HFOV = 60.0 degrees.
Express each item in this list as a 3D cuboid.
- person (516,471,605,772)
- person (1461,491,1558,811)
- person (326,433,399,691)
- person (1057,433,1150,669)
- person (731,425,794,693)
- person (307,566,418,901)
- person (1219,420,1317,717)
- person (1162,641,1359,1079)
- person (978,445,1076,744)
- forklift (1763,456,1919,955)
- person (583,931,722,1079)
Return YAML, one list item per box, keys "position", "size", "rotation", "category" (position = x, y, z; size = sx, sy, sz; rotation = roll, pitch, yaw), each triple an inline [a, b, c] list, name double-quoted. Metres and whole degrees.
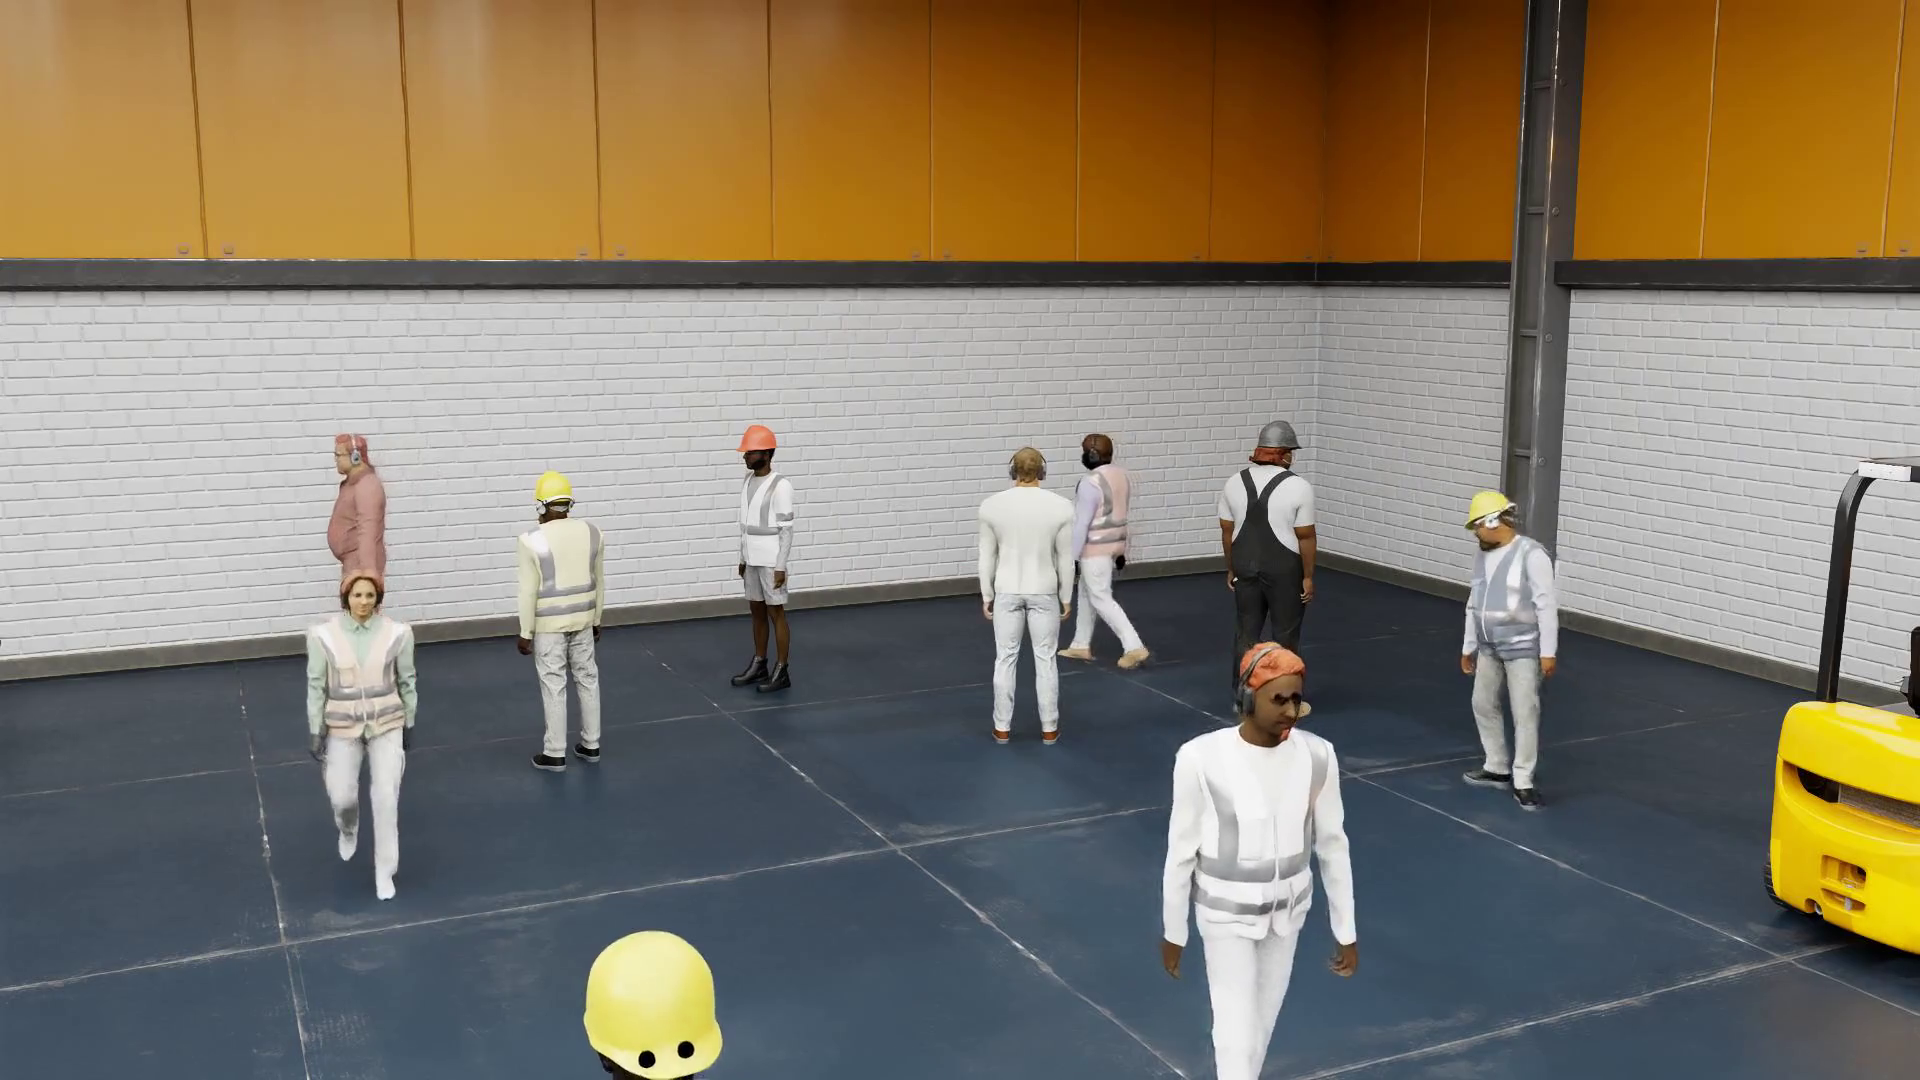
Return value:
- position: [-2.444, 0.493, 10.153]
  size: [0.592, 1.834, 0.404]
  rotation: [-9, 13, -44]
  category: "person"
- position: [3.148, 0.627, 9.519]
  size: [0.407, 1.781, 0.675]
  rotation: [-4, 10, -25]
  category: "person"
- position: [-4.293, 0.185, 11.939]
  size: [0.554, 1.923, 0.669]
  rotation: [-4, 10, -23]
  category: "person"
- position: [1.120, 0.089, 12.786]
  size: [0.853, 1.822, 0.630]
  rotation: [5, 10, 28]
  category: "person"
- position: [-1.435, 0.133, 12.055]
  size: [0.362, 1.939, 0.542]
  rotation: [-8, 12, -42]
  category: "person"
- position: [-2.925, 0.915, 8.166]
  size: [0.521, 1.621, 0.551]
  rotation: [-3, 10, -20]
  category: "person"
- position: [2.148, 0.189, 11.396]
  size: [0.687, 2.000, 0.535]
  rotation: [7, 11, 37]
  category: "person"
- position: [1.005, 1.263, 5.285]
  size: [0.608, 1.856, 0.790]
  rotation: [-3, 10, -20]
  category: "person"
- position: [0.429, 0.357, 10.718]
  size: [0.626, 1.930, 0.379]
  rotation: [1, 9, 6]
  category: "person"
- position: [4.857, 0.731, 7.561]
  size: [2.313, 2.155, 1.214]
  rotation: [-4, 10, -25]
  category: "forklift"
- position: [-0.536, 1.608, 2.940]
  size: [0.587, 1.928, 0.364]
  rotation: [-6, 11, -31]
  category: "person"
